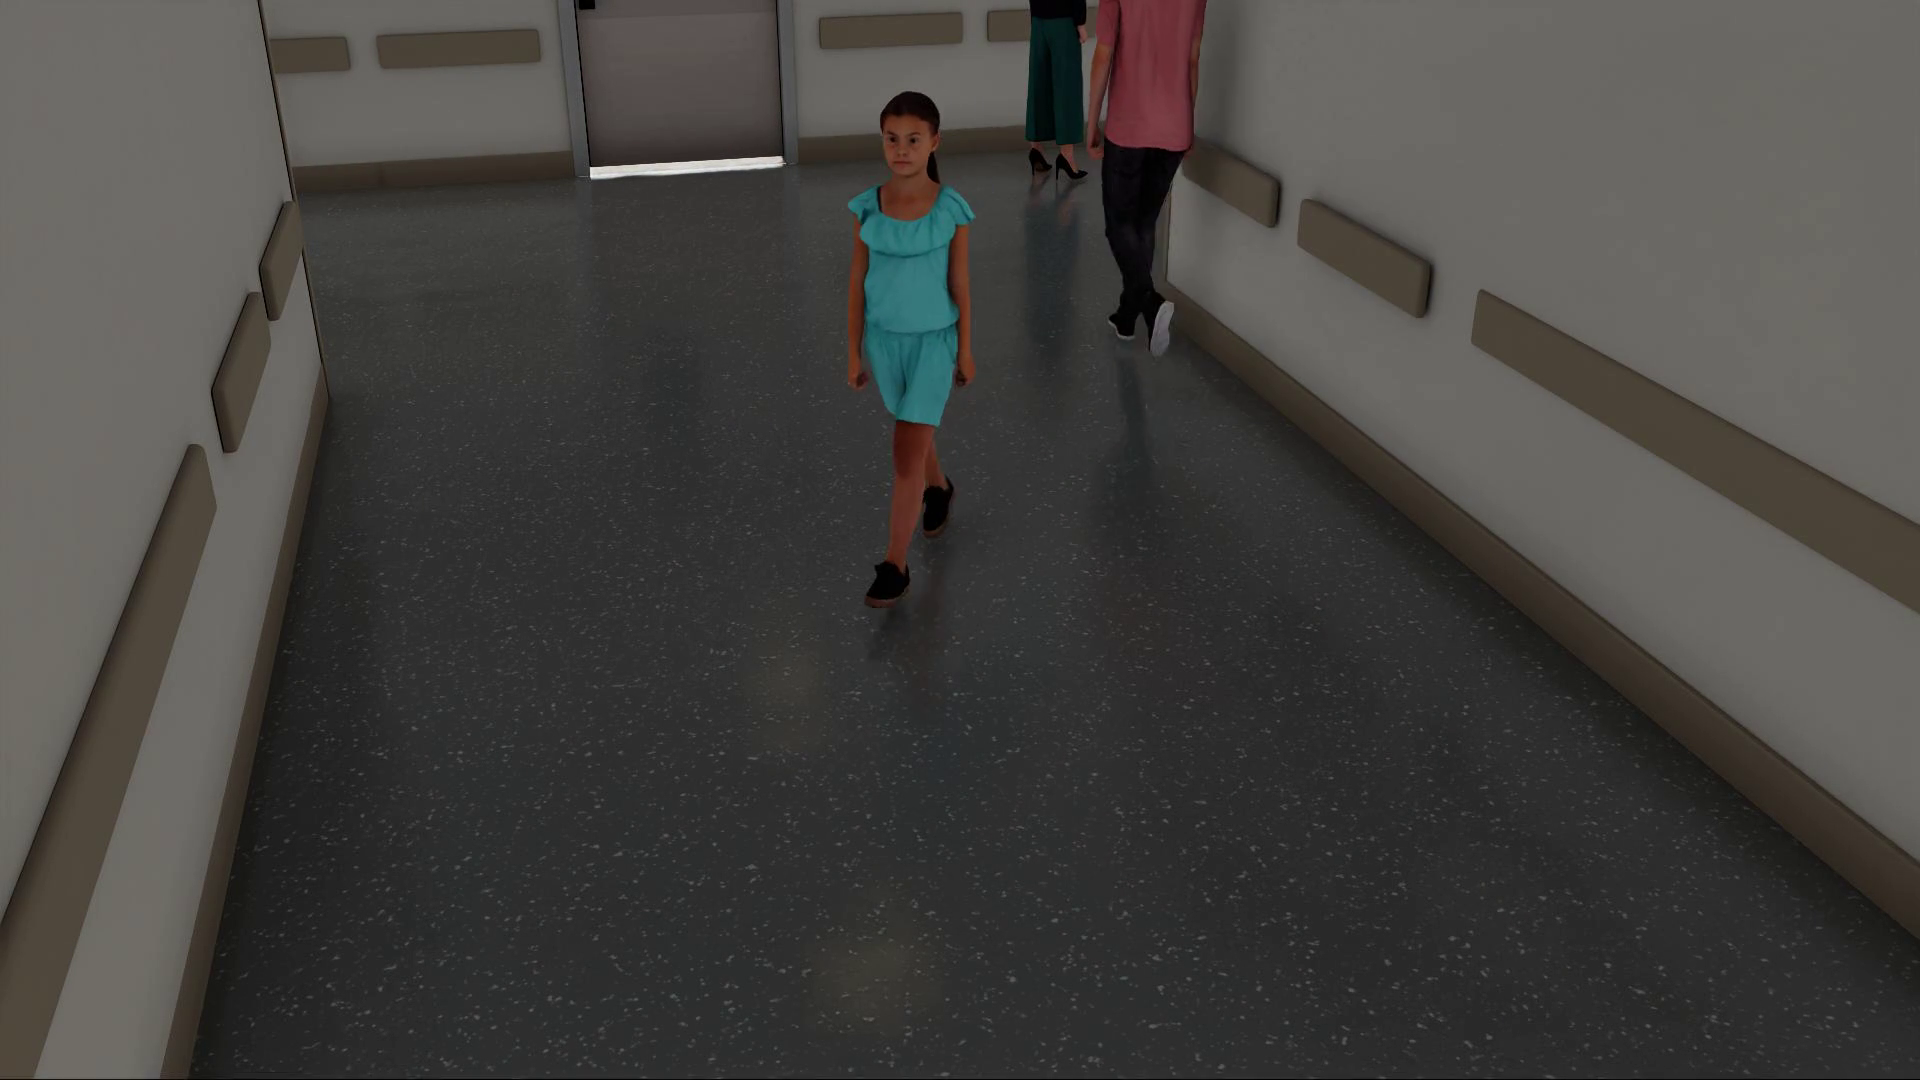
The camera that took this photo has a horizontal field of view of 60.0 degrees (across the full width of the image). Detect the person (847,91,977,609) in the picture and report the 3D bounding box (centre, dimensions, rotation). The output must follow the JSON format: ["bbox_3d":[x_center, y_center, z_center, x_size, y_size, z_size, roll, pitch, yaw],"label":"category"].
[{"bbox_3d":[-0.135,-0.624,5.257,1.072,1.522,0.999,8,27,15],"label":"person"}]

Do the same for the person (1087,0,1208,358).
[{"bbox_3d":[0.810,-1.686,6.987,1.024,1.931,0.690,-7,27,-14],"label":"person"}]

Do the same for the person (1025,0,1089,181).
[{"bbox_3d":[0.590,-3.086,10.106,0.670,1.744,0.687,-21,33,-37],"label":"person"}]
